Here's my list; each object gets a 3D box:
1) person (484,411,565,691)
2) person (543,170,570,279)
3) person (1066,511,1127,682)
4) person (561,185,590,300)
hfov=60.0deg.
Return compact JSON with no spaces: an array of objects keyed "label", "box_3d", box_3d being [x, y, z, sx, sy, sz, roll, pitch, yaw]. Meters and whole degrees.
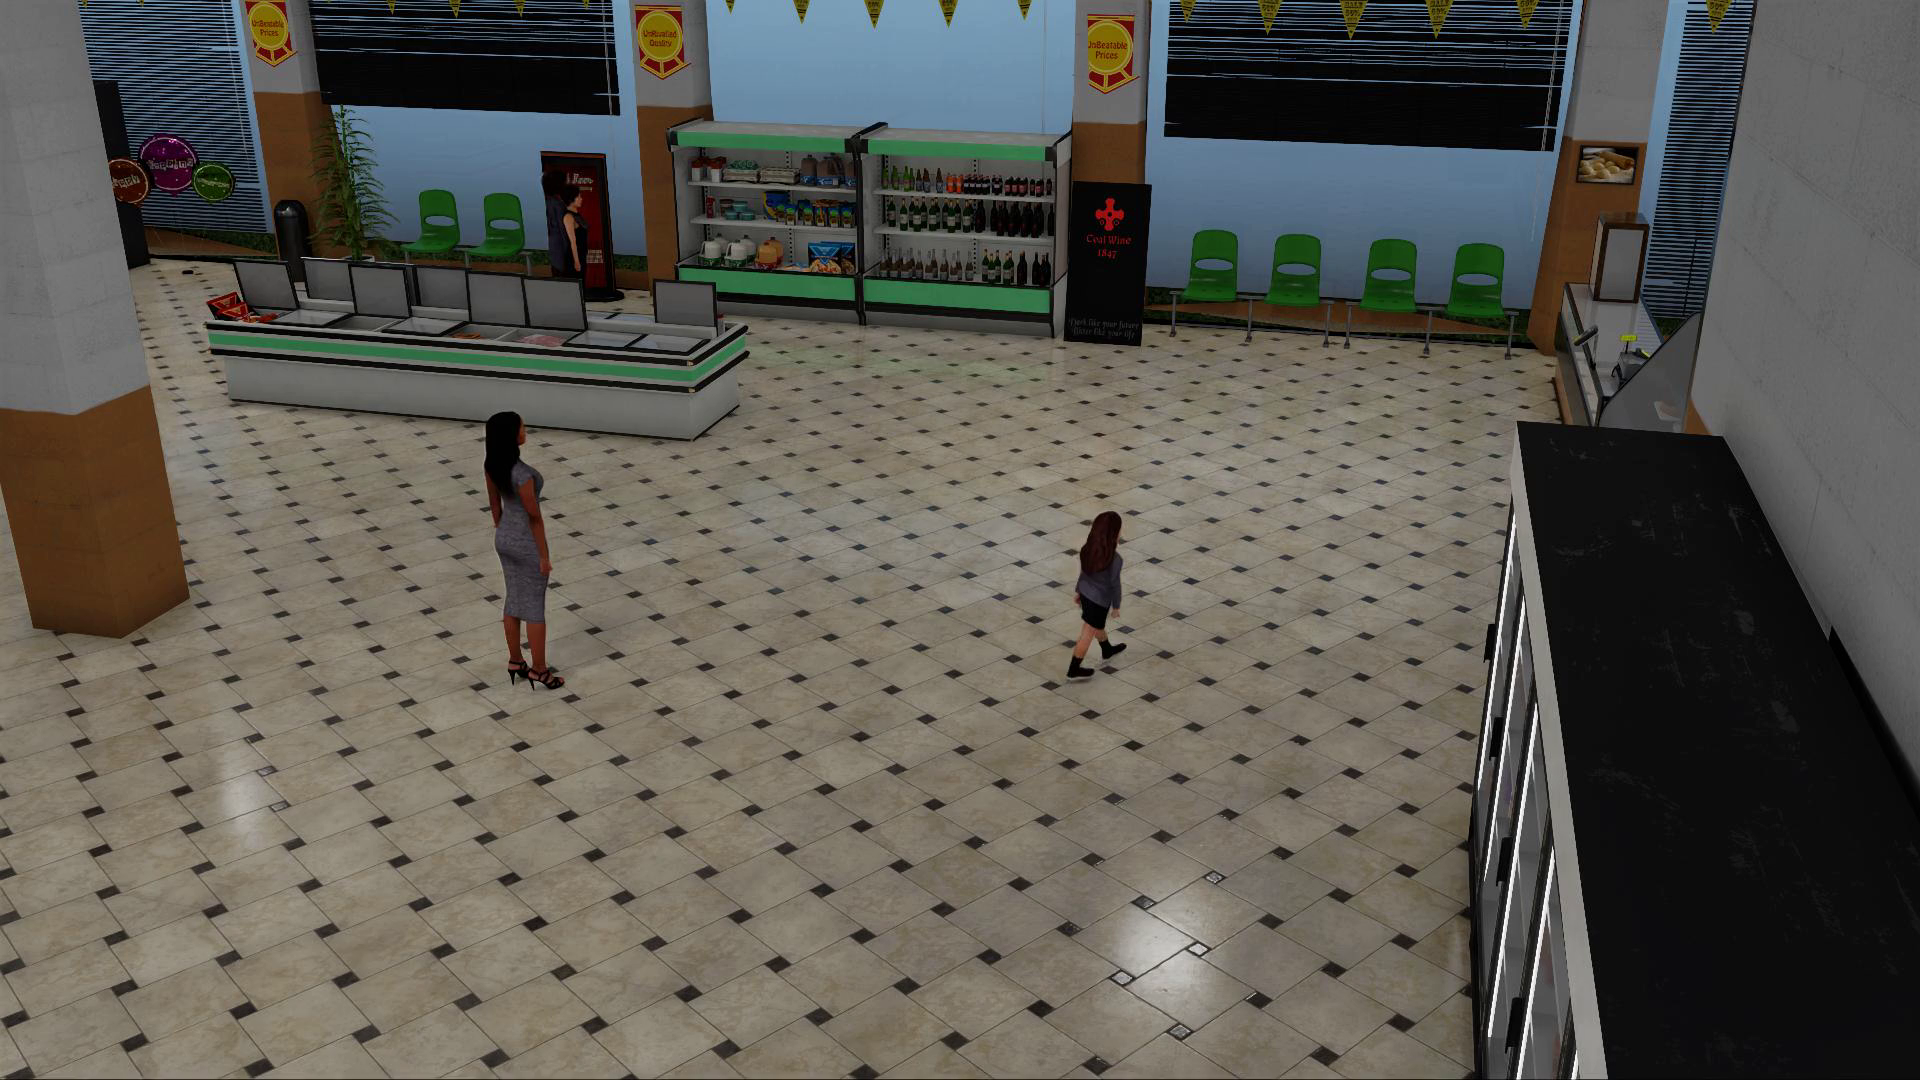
[{"label":"person","box_3d":[-2.668,0.072,10.093,0.590,1.781,0.718,17,28,36]},{"label":"person","box_3d":[-4.412,-3.221,18.383,0.710,1.709,0.656,-11,25,-26]},{"label":"person","box_3d":[0.808,0.355,10.339,0.792,1.072,0.739,-13,25,-29]},{"label":"person","box_3d":[-4.195,-3.067,18.141,0.622,1.604,0.640,-2,22,-5]}]
